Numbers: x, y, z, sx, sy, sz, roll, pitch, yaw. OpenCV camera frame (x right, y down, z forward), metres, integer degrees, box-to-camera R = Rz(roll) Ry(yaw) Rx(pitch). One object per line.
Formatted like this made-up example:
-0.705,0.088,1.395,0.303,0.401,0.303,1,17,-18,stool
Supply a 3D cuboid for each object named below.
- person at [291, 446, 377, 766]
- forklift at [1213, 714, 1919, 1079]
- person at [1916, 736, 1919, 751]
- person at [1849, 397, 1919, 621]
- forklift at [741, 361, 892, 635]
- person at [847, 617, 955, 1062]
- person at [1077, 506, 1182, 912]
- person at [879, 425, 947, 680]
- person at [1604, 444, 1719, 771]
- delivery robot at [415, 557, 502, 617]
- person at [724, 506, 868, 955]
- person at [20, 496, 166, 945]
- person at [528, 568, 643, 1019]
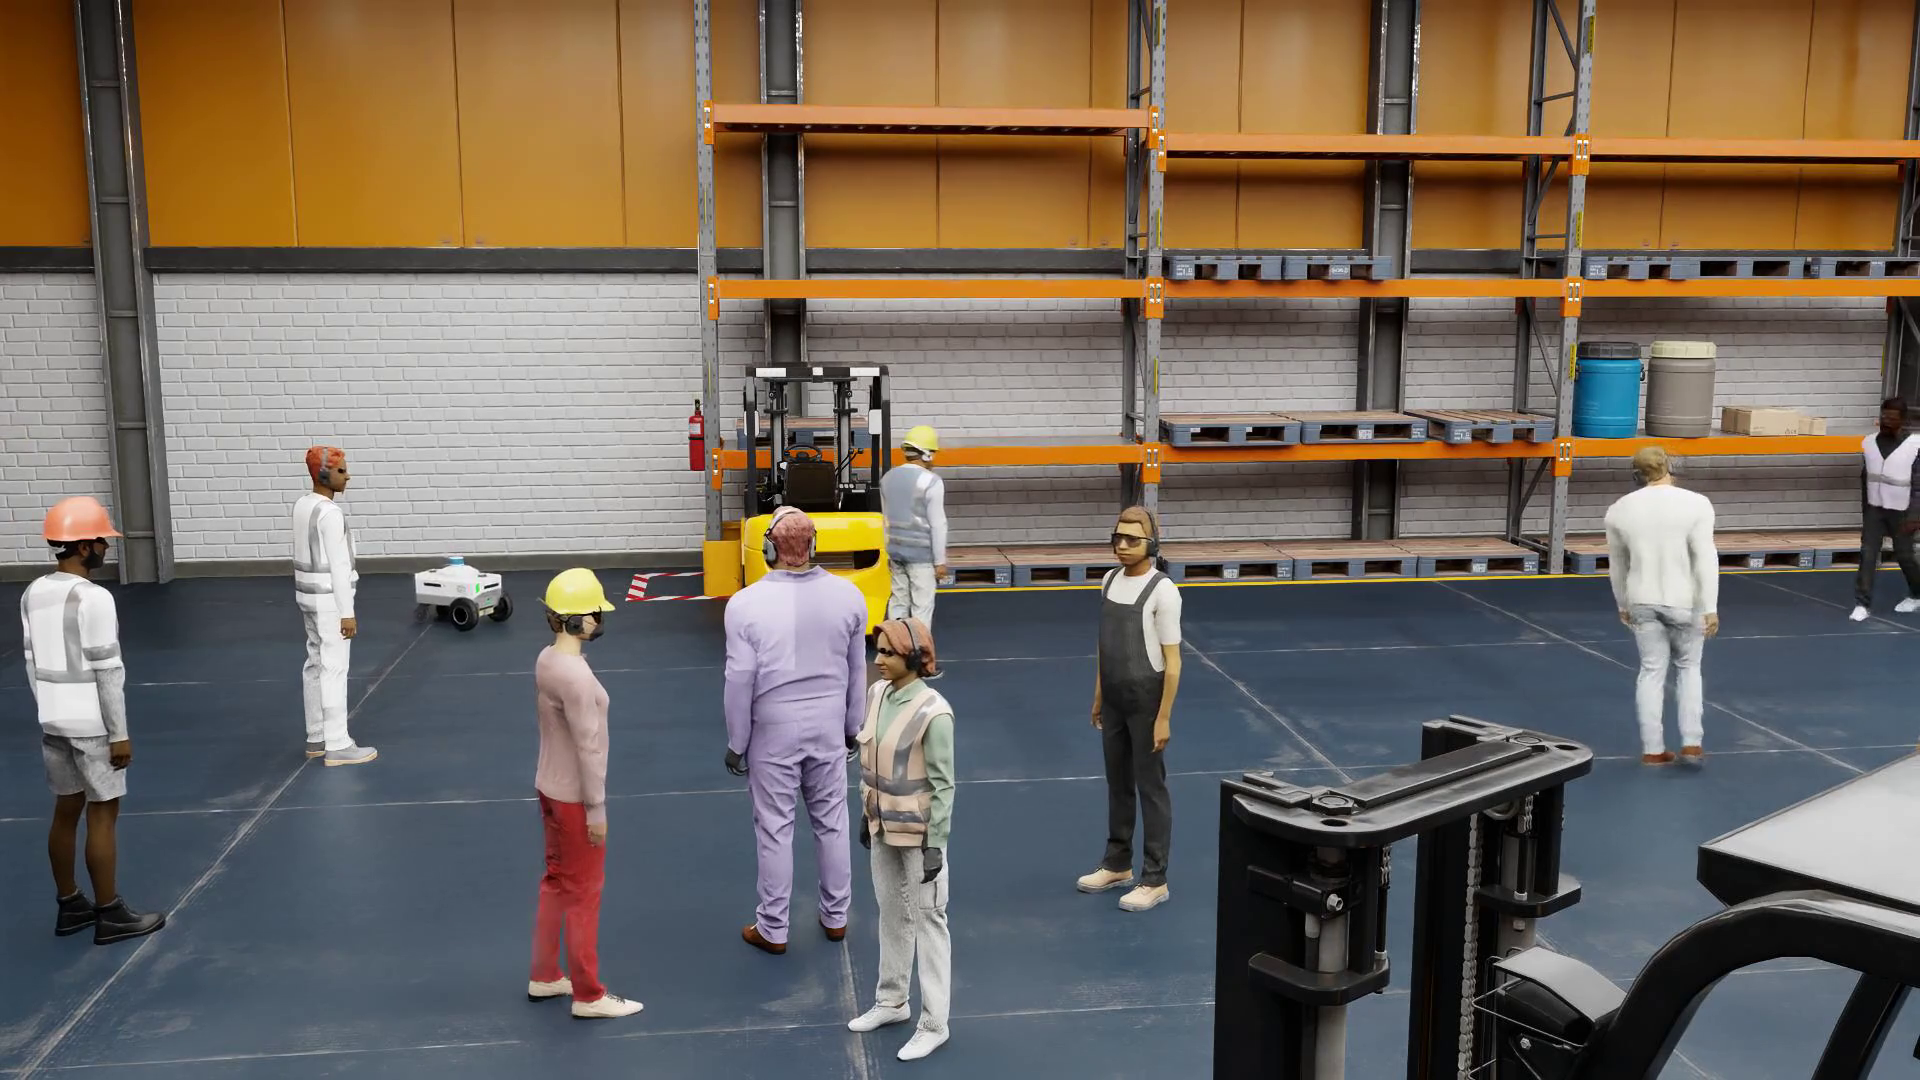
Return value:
-3.729,0.383,9.820,0.337,1.881,0.585,-8,12,-42,person
1.441,1.425,2.350,1.214,2.155,2.313,-7,12,-39,forklift
4.221,0.829,6.865,0.364,1.939,0.542,-5,10,-29,person
7.848,-0.272,13.949,0.884,1.883,0.590,-5,11,-31,person
-1.154,-0.340,13.365,1.214,2.155,2.313,-1,9,-7,forklift
-0.201,1.089,6.174,0.308,1.641,0.514,-7,11,-37,person
0.783,0.757,7.603,0.340,1.846,0.513,-6,11,-35,person
-0.313,0.092,11.870,0.586,1.815,0.428,9,13,44,person
4.122,0.390,9.768,0.709,1.887,0.597,7,12,38,person
-4.129,0.380,13.681,0.707,0.478,0.477,4,10,25,delivery robot
-0.710,0.806,7.100,0.641,1.912,0.407,-5,10,-28,person
-3.776,0.775,7.206,0.547,1.937,0.379,5,10,29,person
-1.503,0.993,6.465,0.445,1.779,0.536,-5,11,-30,person
